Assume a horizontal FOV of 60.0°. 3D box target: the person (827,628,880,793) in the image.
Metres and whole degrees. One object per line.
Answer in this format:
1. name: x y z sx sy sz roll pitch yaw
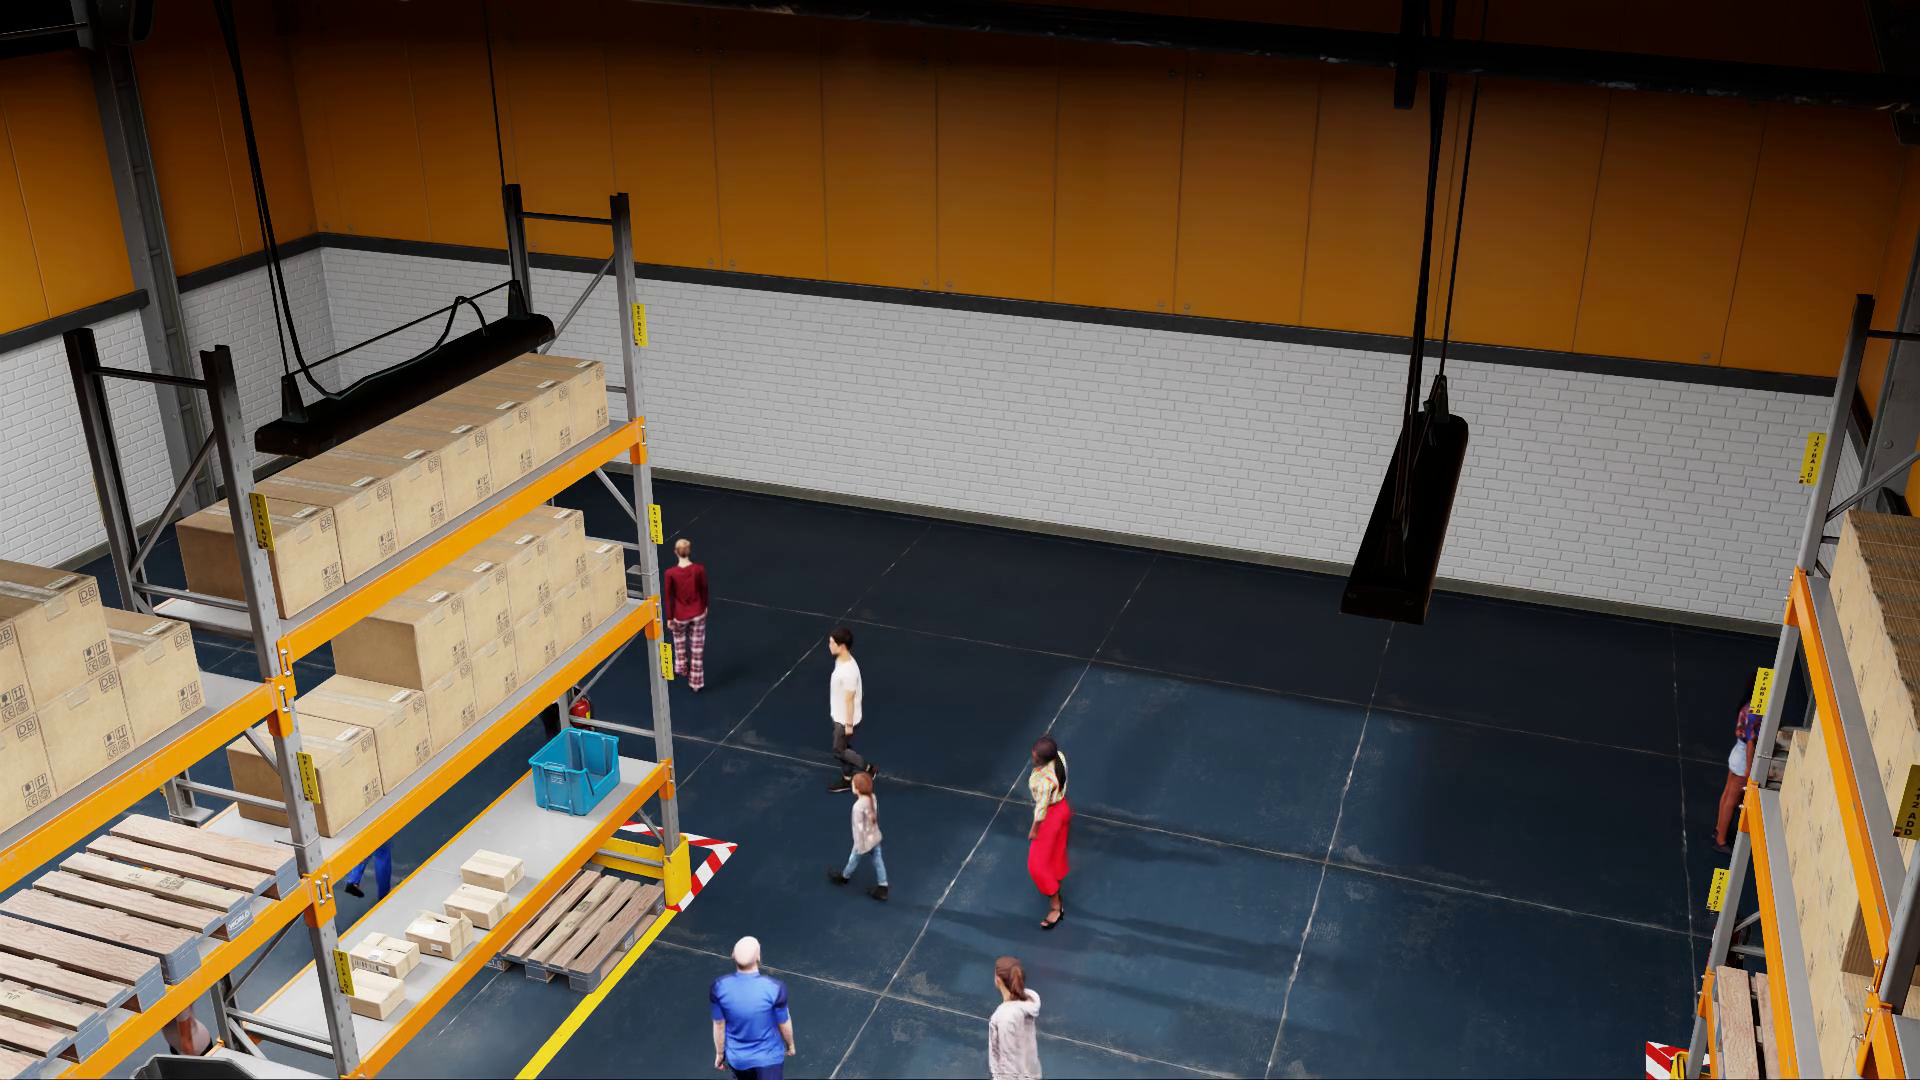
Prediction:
1. person: -0.985 1.600 15.455 0.867 1.707 0.811 -5 24 -11

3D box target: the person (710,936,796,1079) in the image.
1. person: -1.374 3.484 11.034 0.805 1.796 1.196 4 24 9

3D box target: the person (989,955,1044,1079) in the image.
1. person: 0.416 3.573 11.005 0.785 1.655 0.646 8 25 17

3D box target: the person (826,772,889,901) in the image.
1. person: -0.737 2.523 14.016 0.656 1.166 0.775 13 27 28

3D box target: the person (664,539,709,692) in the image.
1. person: -2.812 0.796 17.325 0.851 1.683 0.936 -6 24 -13

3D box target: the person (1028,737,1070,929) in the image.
1. person: 0.784 2.321 13.733 0.739 1.764 0.507 17 29 34

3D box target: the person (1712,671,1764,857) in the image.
1. person: 6.891 1.939 14.639 0.656 1.739 0.468 10 26 22
